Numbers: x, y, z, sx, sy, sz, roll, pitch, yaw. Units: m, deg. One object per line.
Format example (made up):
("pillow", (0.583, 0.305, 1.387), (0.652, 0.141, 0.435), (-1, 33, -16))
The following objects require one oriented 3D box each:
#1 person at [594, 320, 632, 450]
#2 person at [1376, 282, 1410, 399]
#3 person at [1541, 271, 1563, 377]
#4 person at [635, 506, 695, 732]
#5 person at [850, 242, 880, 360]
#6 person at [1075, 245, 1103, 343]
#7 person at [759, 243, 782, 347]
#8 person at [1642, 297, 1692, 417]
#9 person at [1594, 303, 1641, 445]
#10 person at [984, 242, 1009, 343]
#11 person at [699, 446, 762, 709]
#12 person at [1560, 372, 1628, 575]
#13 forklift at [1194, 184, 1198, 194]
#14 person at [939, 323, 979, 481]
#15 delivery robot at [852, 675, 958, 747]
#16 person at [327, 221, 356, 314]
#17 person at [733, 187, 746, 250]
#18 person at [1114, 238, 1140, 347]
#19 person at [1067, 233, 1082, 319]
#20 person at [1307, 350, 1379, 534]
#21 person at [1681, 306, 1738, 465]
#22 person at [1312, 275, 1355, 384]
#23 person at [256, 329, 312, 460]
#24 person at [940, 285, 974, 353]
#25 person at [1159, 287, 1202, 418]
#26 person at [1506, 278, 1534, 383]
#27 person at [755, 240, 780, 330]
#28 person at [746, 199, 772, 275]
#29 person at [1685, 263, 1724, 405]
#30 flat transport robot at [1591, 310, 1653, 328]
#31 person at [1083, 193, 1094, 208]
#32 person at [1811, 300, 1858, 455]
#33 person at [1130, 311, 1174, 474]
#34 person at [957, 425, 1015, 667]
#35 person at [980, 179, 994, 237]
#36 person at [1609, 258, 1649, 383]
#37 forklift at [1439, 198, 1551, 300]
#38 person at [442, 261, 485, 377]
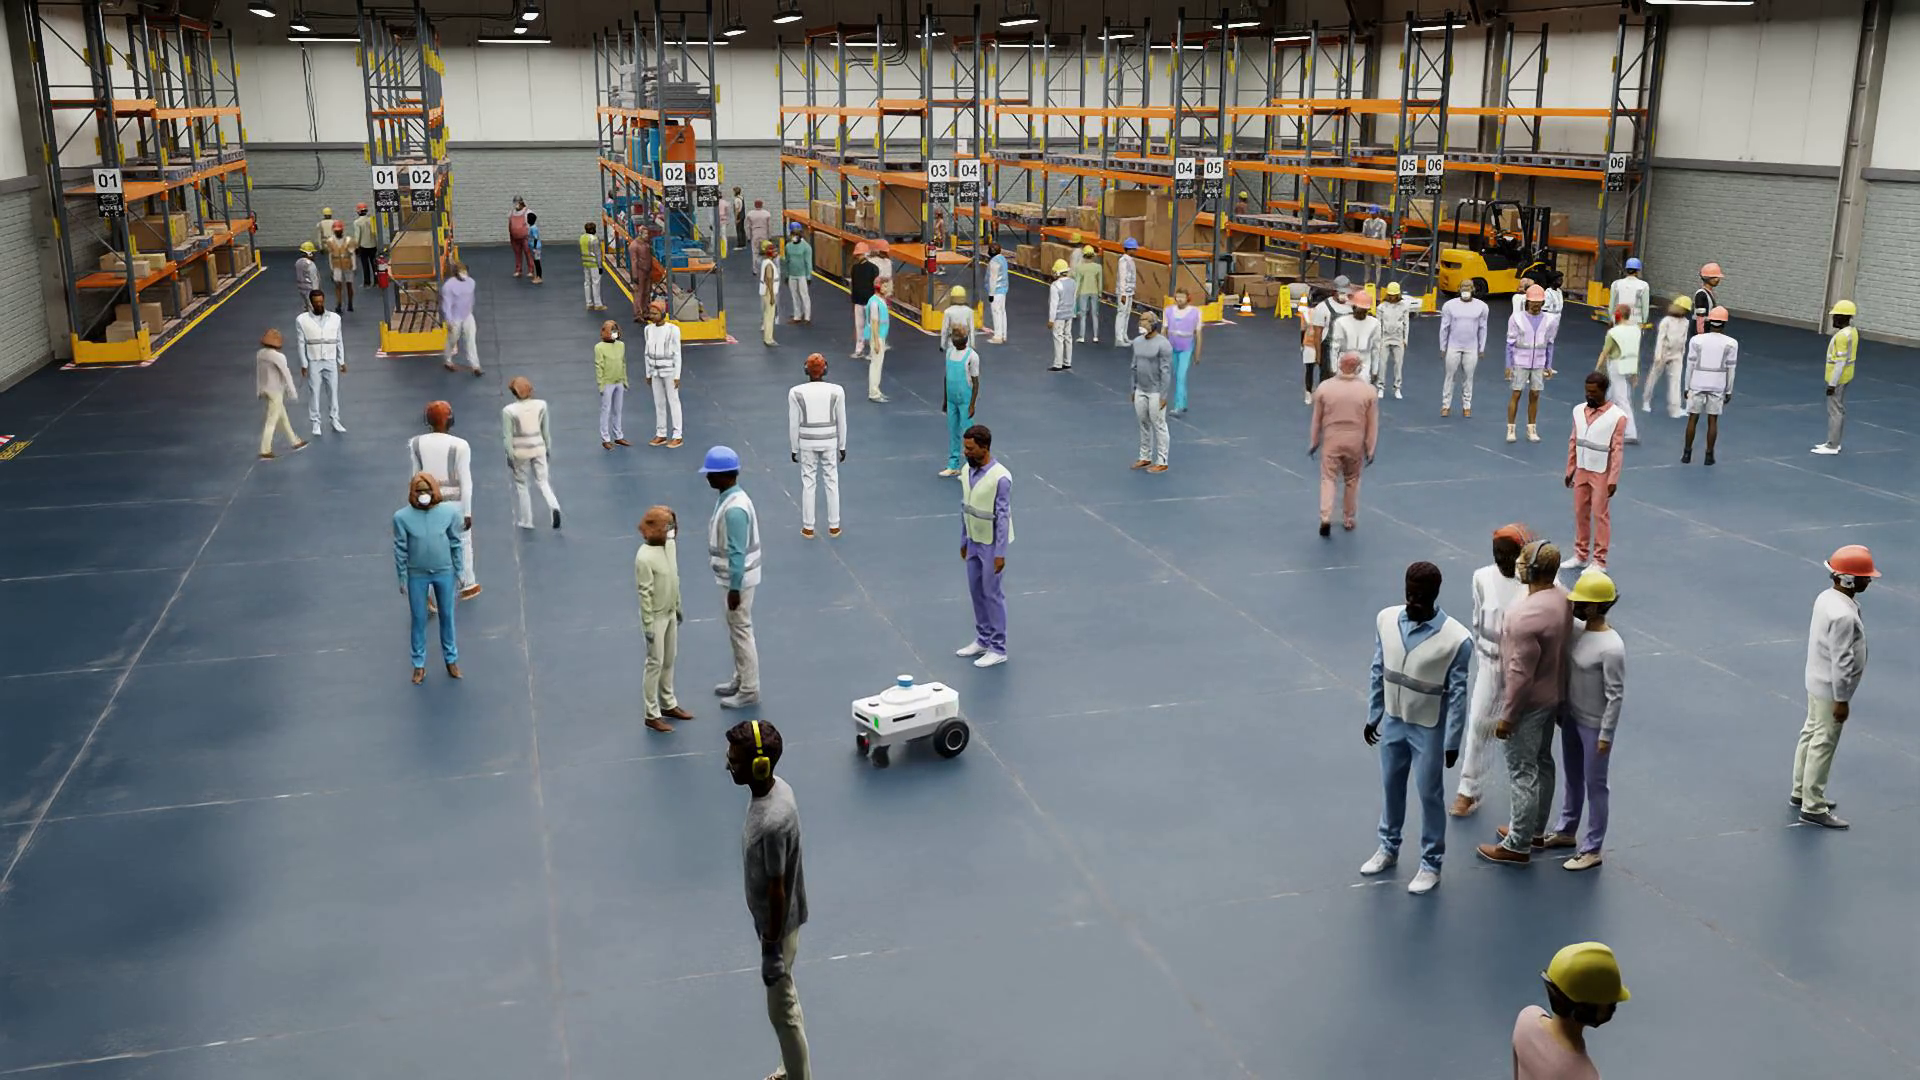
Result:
("person", (-4.421, -1.978, 21.162), (0.286, 1.633, 0.499), (10, 18, 33))
("person", (6.399, -2.958, 24.662), (0.494, 1.732, 0.324), (2, 15, 7))
("person", (9.468, -3.476, 26.694), (0.537, 1.692, 0.319), (-14, 20, -43))
("person", (-2.097, 0.544, 11.692), (0.295, 1.623, 0.507), (4, 15, 16))
("person", (-1.627, -4.074, 28.356), (0.614, 1.994, 0.392), (11, 19, 37))
("person", (2.339, -4.477, 30.306), (0.525, 1.772, 0.305), (-2, 15, -7))
("person", (-3.414, -4.395, 29.849), (0.377, 1.844, 0.567), (-2, 15, -8))
("person", (9.972, -2.585, 23.377), (0.542, 1.671, 0.913), (-3, 15, -12))
("person", (8.488, -2.161, 21.538), (0.594, 1.791, 0.972), (-10, 18, -32))
("person", (0.659, -4.509, 30.315), (0.432, 1.837, 0.631), (5, 16, 18))
("person", (-1.662, 0.264, 12.146), (0.426, 1.938, 0.624), (-3, 15, -13))
("person", (5.934, -0.628, 15.563), (0.405, 1.909, 0.599), (-8, 17, -26))
("forklift", (7.392, -11.333, 53.972), (1.873, 2.768, 1.129), (-4, 15, -15))
("person", (-0.004, -1.610, 19.370), (0.508, 1.847, 0.345), (13, 20, 41))
("delivery robot", (-0.369, 1.158, 11.247), (0.707, 0.478, 0.477), (-10, 18, -34))
("person", (-12.801, -5.646, 34.463), (0.567, 1.882, 0.982), (-2, 15, -9))
("person", (-6.486, -9.446, 48.876), (0.343, 1.839, 0.506), (4, 15, 16))
("person", (3.005, -4.446, 29.876), (0.426, 1.938, 0.604), (5, 16, 20))
("person", (2.293, -5.358, 33.696), (0.406, 1.731, 0.646), (3, 15, 12))
("person", (3.905, -0.982, 16.961), (0.685, 1.924, 0.499), (4, 15, 13))
("person", (9.096, -1.870, 20.206), (0.547, 1.925, 0.396), (6, 16, 23))
("person", (5.200, -2.633, 22.844), (0.684, 2.000, 0.535), (-4, 15, -15))
("person", (-8.414, -1.828, 20.652), (0.529, 1.590, 0.823), (11, 18, 35))
("person", (-0.009, -2.875, 24.402), (0.490, 1.711, 0.847), (-9, 17, -30))
("person", (3.016, -2.612, 23.205), (0.582, 1.806, 0.914), (10, 18, 33))
("person", (8.786, -3.283, 26.060), (0.311, 1.640, 0.512), (-3, 15, -12))
("person", (-3.694, -4.936, 32.124), (0.486, 1.718, 0.599), (1, 15, 3))
("person", (-5.045, -7.620, 41.867), (0.643, 1.910, 0.399), (-1, 15, -3))
("person", (10.837, -3.002, 24.230), (0.370, 2.044, 0.608), (8, 17, 28))
("flat transport robot", (13.038, -4.369, 32.768), (0.652, 0.197, 1.431), (0, 15, -1))
("person", (3.587, -9.105, 47.543), (0.396, 1.872, 0.754), (-9, 17, -29))
("person", (10.953, -2.029, 20.789), (0.371, 1.925, 0.595), (11, 18, 35))
("person", (2.265, -1.757, 19.773), (0.379, 1.930, 0.626), (-10, 18, -34))
("person", (0.194, 0.029, 13.092), (0.411, 1.906, 0.601), (-9, 18, -31))
("person", (0.904, -10.667, 53.267), (0.545, 1.942, 0.349), (-1, 15, -4))
("person", (10.465, -3.438, 26.053), (0.604, 1.948, 0.386), (11, 18, 35))
("forklift", (11.913, -6.508, 37.130), (2.313, 2.155, 1.214), (-4, 15, -15))
("person", (-8.056, -3.556, 26.703), (1.099, 1.858, 0.637), (13, 20, 40))
